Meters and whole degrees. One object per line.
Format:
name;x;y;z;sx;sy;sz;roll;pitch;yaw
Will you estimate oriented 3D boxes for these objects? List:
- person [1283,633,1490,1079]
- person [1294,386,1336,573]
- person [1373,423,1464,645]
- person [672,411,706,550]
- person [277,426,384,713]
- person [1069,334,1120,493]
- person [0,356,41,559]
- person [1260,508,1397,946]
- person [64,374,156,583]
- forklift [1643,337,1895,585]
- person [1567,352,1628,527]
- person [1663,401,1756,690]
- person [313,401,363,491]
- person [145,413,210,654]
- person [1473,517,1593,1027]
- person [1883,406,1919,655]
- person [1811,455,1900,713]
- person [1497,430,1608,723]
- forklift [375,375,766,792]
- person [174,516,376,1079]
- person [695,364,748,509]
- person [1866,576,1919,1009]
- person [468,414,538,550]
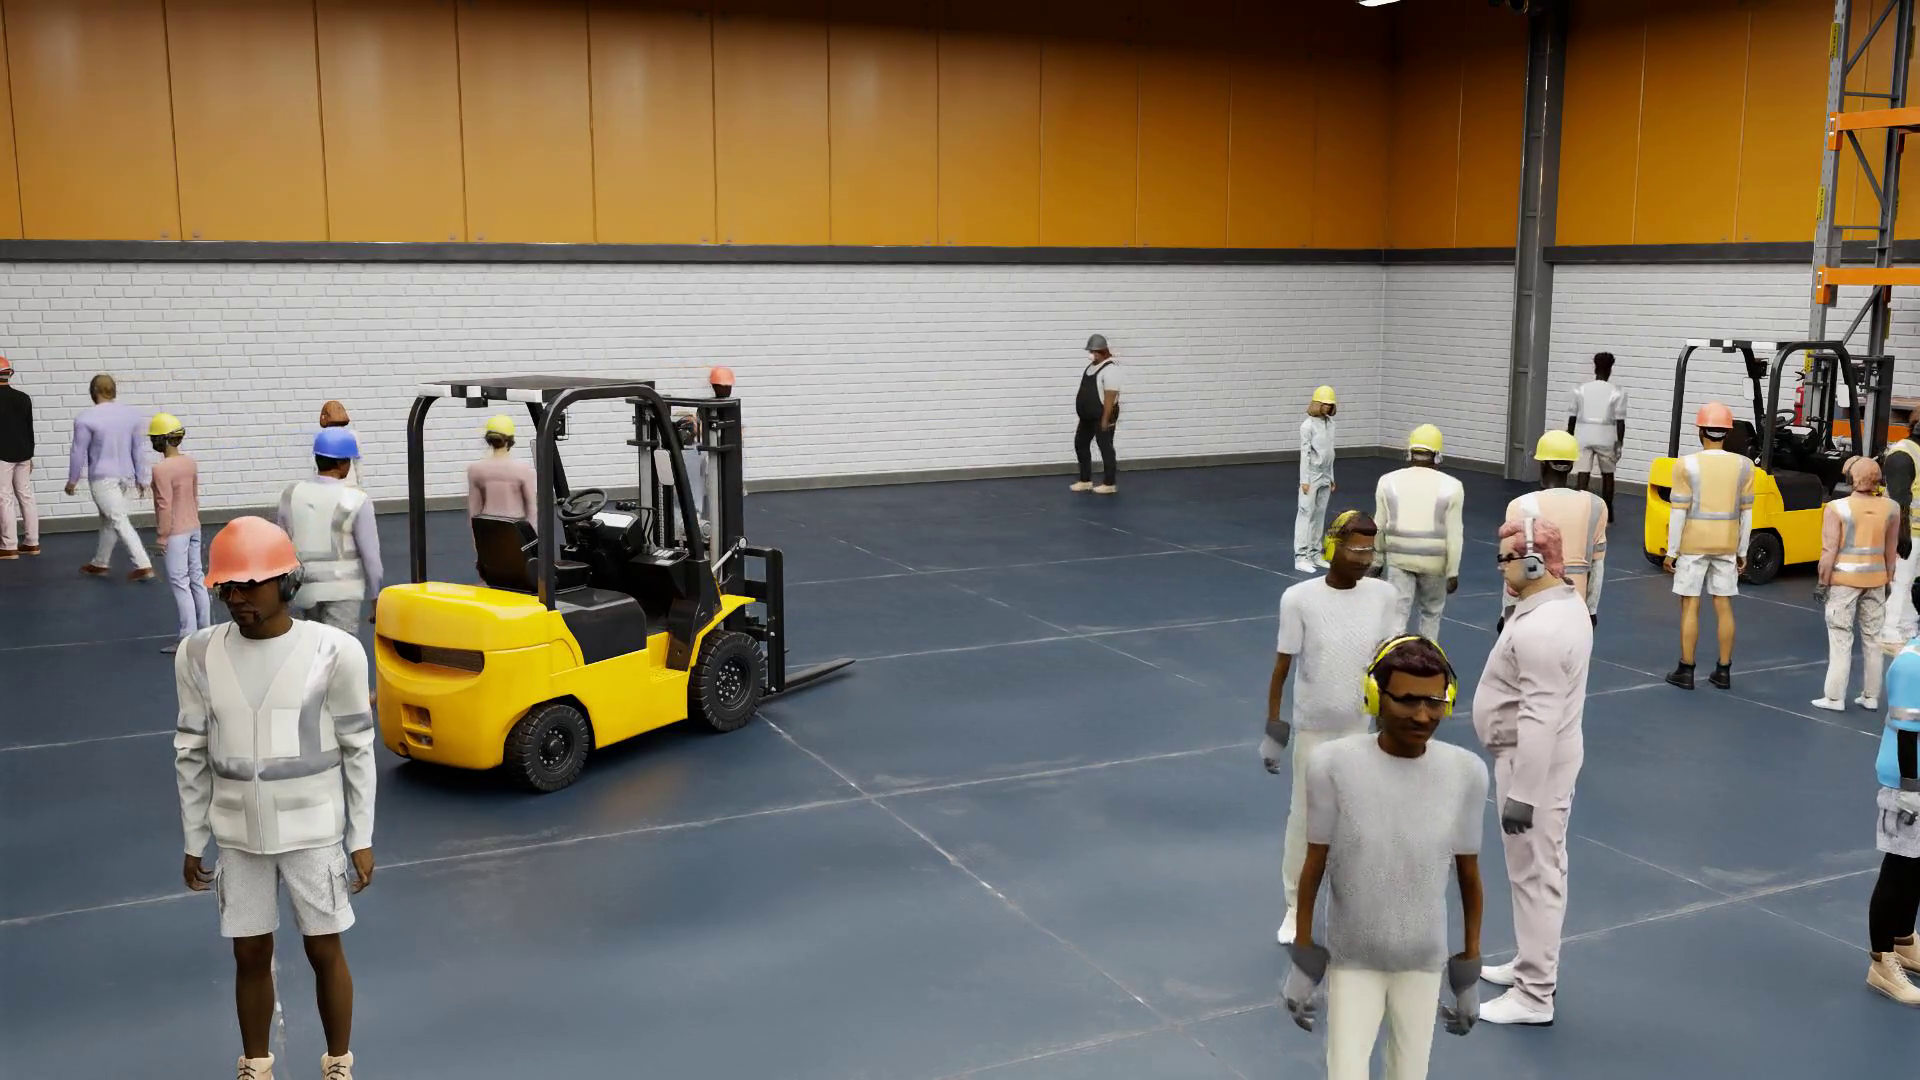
person;1.151;1.148;4.539;0.544;1.855;0.478;0;9;1
person;3.364;-0.574;15.575;0.487;1.741;0.314;-9;13;-43
person;3.022;0.128;11.032;0.599;1.803;0.834;4;10;25
person;-2.368;-0.289;14.179;0.345;1.620;0.527;5;10;28
person;-3.624;0.282;9.776;0.620;1.896;0.959;2;9;13
person;1.674;-1.593;20.967;0.706;2.000;0.708;-4;10;-22
person;-9.331;-0.810;16.283;0.402;1.988;0.613;2;9;13
person;1.537;0.782;6.867;0.564;1.848;0.392;-2;9;-9
person;-7.673;-0.556;15.033;1.005;1.893;0.632;3;10;18
forklift;7.551;-0.789;15.507;2.313;2.155;1.214;-4;10;-25
person;6.926;-1.072;18.092;0.634;1.928;0.897;5;10;29
person;5.003;0.039;11.162;0.550;1.935;0.376;0;9;3
person;-5.683;-0.461;15.237;0.278;1.624;0.495;6;11;31
person;-5.778;-0.049;12.238;0.326;1.767;0.533;0;9;2
person;2.113;0.855;6.213;0.401;1.905;0.641;5;10;26
person;6.960;-0.060;12.108;0.644;1.843;0.429;-7;11;-36
person;5.683;0.285;10.558;0.523;1.638;0.310;-1;9;-6
person;3.280;0.350;9.264;0.593;1.926;0.366;-2;9;-9
forklift;-2.268;0.149;9.685;1.214;2.155;2.313;6;11;32
person;-2.180;0.932;5.296;0.614;2.040;0.391;0;9;-2
person;-2.313;-0.731;15.996;0.550;1.921;0.569;-8;12;-39
person;3.719;0.926;6.403;0.536;1.696;0.318;-9;12;-43
person;-3.348;-0.052;12.261;0.543;1.755;0.381;1;9;6
